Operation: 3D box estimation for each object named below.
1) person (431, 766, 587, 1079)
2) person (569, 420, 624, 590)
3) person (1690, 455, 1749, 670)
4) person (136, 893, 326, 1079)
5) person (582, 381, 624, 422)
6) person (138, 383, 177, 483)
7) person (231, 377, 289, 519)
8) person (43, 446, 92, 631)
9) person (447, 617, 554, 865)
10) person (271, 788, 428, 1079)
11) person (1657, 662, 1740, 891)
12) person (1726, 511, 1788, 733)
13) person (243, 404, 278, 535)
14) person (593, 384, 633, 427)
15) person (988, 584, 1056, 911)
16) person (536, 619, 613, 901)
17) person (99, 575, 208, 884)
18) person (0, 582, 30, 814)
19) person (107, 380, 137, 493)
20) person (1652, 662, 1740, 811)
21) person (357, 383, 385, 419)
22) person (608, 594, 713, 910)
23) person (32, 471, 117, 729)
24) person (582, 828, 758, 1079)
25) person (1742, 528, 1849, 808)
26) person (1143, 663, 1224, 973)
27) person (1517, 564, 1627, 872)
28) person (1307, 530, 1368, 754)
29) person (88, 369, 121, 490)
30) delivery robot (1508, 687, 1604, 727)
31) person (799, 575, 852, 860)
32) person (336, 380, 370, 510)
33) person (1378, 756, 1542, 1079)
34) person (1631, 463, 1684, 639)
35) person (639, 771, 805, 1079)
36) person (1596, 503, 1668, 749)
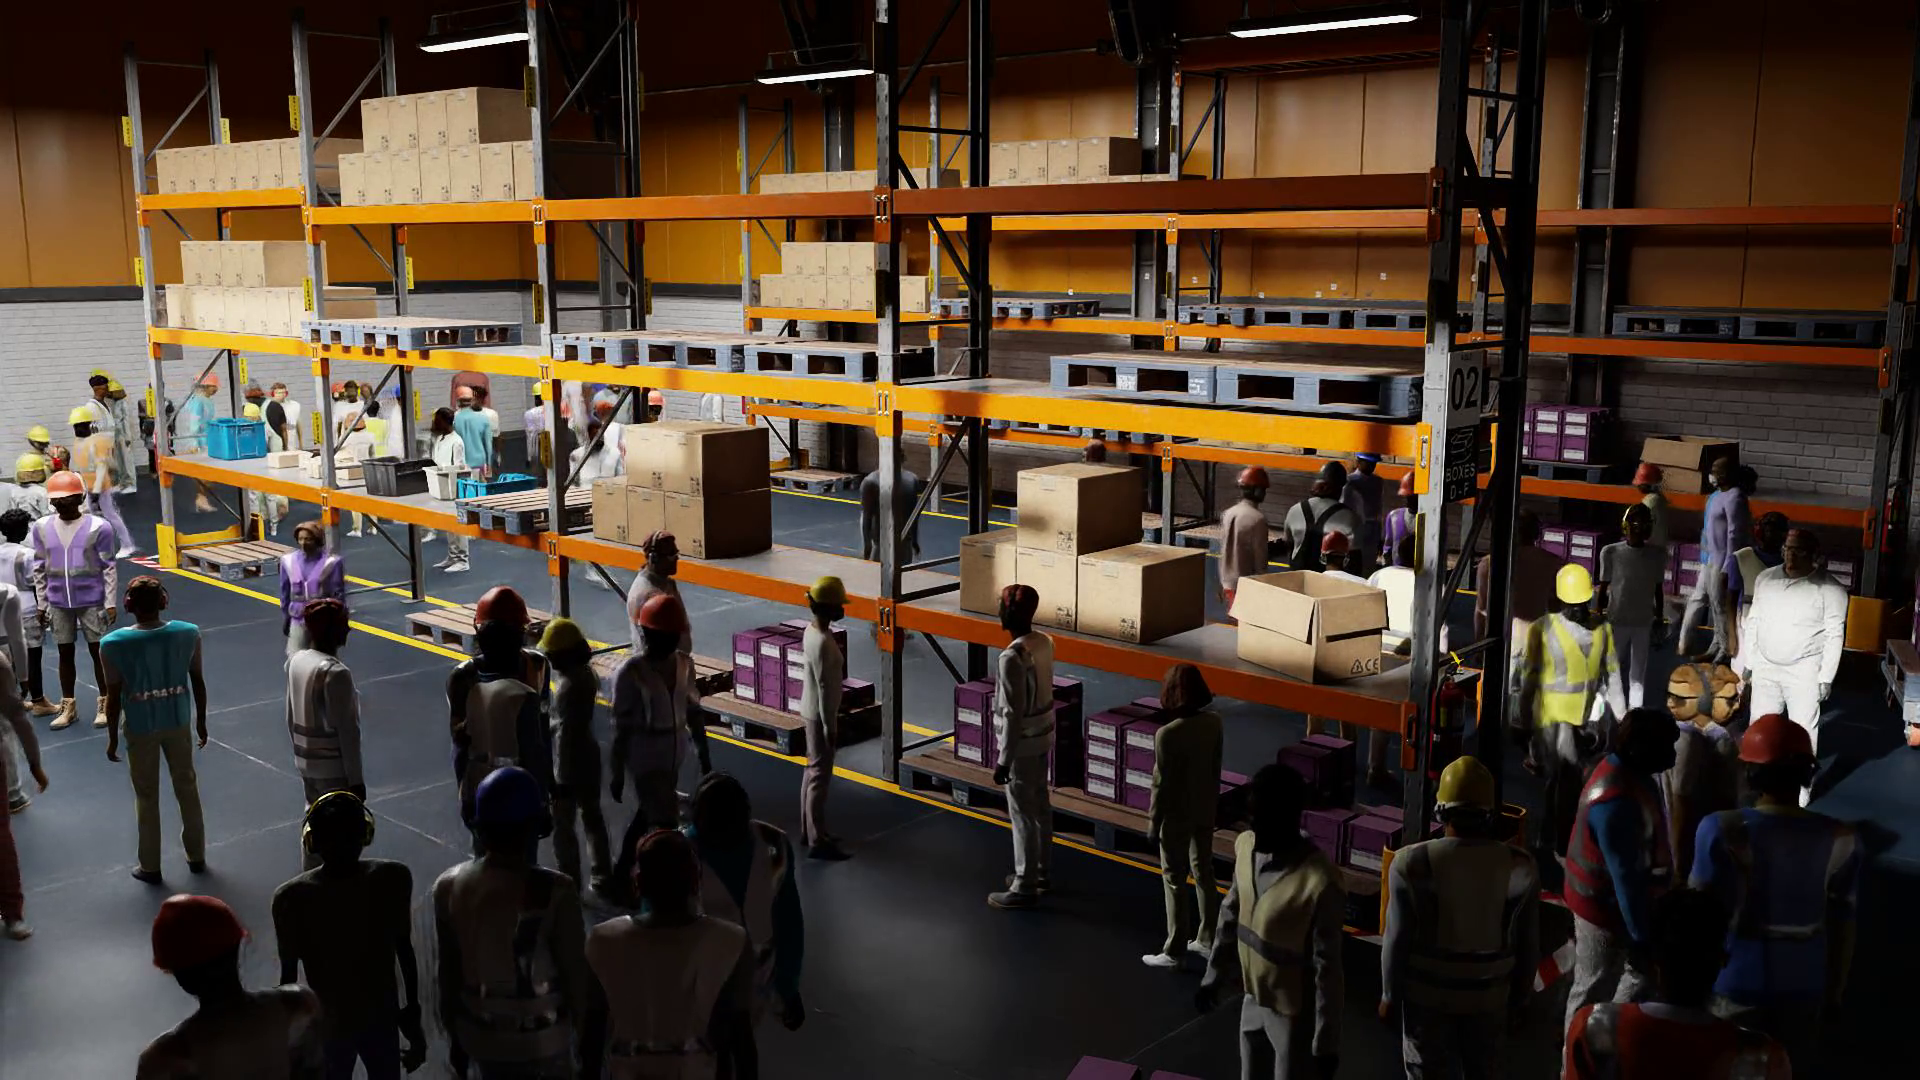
[{"bbox_3d":[-1.632,1.777,5.969,0.618,1.927,0.770,4,11,23],"label":"person"},{"bbox_3d":[-3.995,-0.404,18.466,0.613,1.862,0.996,-7,12,-36],"label":"person"},{"bbox_3d":[6.785,0.212,14.783,0.352,1.937,0.635,3,10,14],"label":"person"},{"bbox_3d":[-2.082,1.977,4.924,0.558,1.901,0.835,-8,13,-37],"label":"person"},{"bbox_3d":[-6.332,-2.438,29.473,0.801,2.000,0.602,-5,11,-26],"label":"person"},{"bbox_3d":[-12.860,-1.747,26.684,0.552,1.660,0.686,-3,10,-17],"label":"person"},{"bbox_3d":[-9.563,-1.258,22.802,0.728,2.000,0.807,-6,12,-31],"label":"person"},{"bbox_3d":[-8.740,-0.019,16.389,0.386,1.834,0.569,-2,10,-10],"label":"person"},{"bbox_3d":[-2.346,1.329,8.520,0.588,1.920,0.391,5,11,28],"label":"person"},{"bbox_3d":[-2.210,1.795,6.071,0.501,1.861,0.328,-6,12,-31],"label":"person"},{"bbox_3d":[3.483,1.472,7.953,0.344,1.833,0.513,6,12,32],"label":"person"},{"bbox_3d":[5.929,0.689,12.341,0.563,1.847,0.392,-2,10,-10],"label":"person"},{"bbox_3d":[-9.153,-0.905,21.643,0.287,1.746,0.487,9,14,43],"label":"person"},{"bbox_3d":[-5.181,-1.587,25.041,0.654,1.906,0.407,-8,13,-37],"label":"person"},{"bbox_3d":[0.357,1.176,9.489,0.359,1.882,0.575,5,11,25],"label":"person"},{"bbox_3d":[-2.195,1.267,9.457,0.353,1.715,0.581,1,10,8],"label":"person"},{"bbox_3d":[-4.769,1.123,9.894,0.572,1.841,0.376,-9,13,-41],"label":"person"},{"bbox_3d":[-6.511,0.907,11.041,0.575,1.875,0.362,-3,11,-18],"label":"person"},{"bbox_3d":[-12.890,-1.581,25.501,0.484,1.737,0.324,7,12,34],"label":"person"},{"bbox_3d":[3.503,1.470,7.980,0.435,1.834,0.561,-3,10,-15],"label":"person"},{"bbox_3d":[-9.518,-1.733,26.771,0.515,1.604,0.840,-3,11,-17],"label":"person"},{"bbox_3d":[-1.649,1.221,9.243,1.052,1.878,0.560,7,12,35],"label":"person"},{"bbox_3d":[-6.921,0.471,13.022,0.605,2.044,0.375,-2,10,-9],"label":"person"},{"bbox_3d":[-0.976,1.907,5.570,0.608,1.813,0.653,0,10,3],"label":"person"},{"bbox_3d":[5.568,0.860,11.196,0.409,1.913,0.646,-7,12,-35],"label":"person"},{"bbox_3d":[1.180,1.444,8.704,0.501,1.627,0.270,-9,13,-40],"label":"person"},{"bbox_3d":[3.740,1.074,10.014,0.676,1.893,0.693,-5,11,-28],"label":"person"},{"bbox_3d":[2.672,0.800,11.982,0.572,1.748,0.342,-1,10,-3],"label":"person"},{"bbox_3d":[-13.217,-1.686,25.652,0.588,1.886,0.699,8,13,37],"label":"person"},{"bbox_3d":[4.462,1.252,12.547,0.707,0.478,0.477,2,10,12],"label":"delivery robot"},{"bbox_3d":[-0.827,1.088,10.323,0.330,1.765,0.533,-2,10,-11],"label":"person"},{"bbox_3d":[-8.701,-1.371,23.942,0.529,1.865,0.350,-2,10,-13],"label":"person"},{"bbox_3d":[1.927,1.734,6.473,0.603,1.830,0.404,0,10,2],"label":"person"},{"bbox_3d":[6.619,0.117,15.907,0.639,1.724,0.591,6,12,31],"label":"person"},{"bbox_3d":[-0.878,1.762,6.423,0.625,1.788,0.934,-7,12,-36],"label":"person"},{"bbox_3d":[5.039,0.647,12.500,0.531,1.875,0.316,1,10,5],"label":"person"}]
